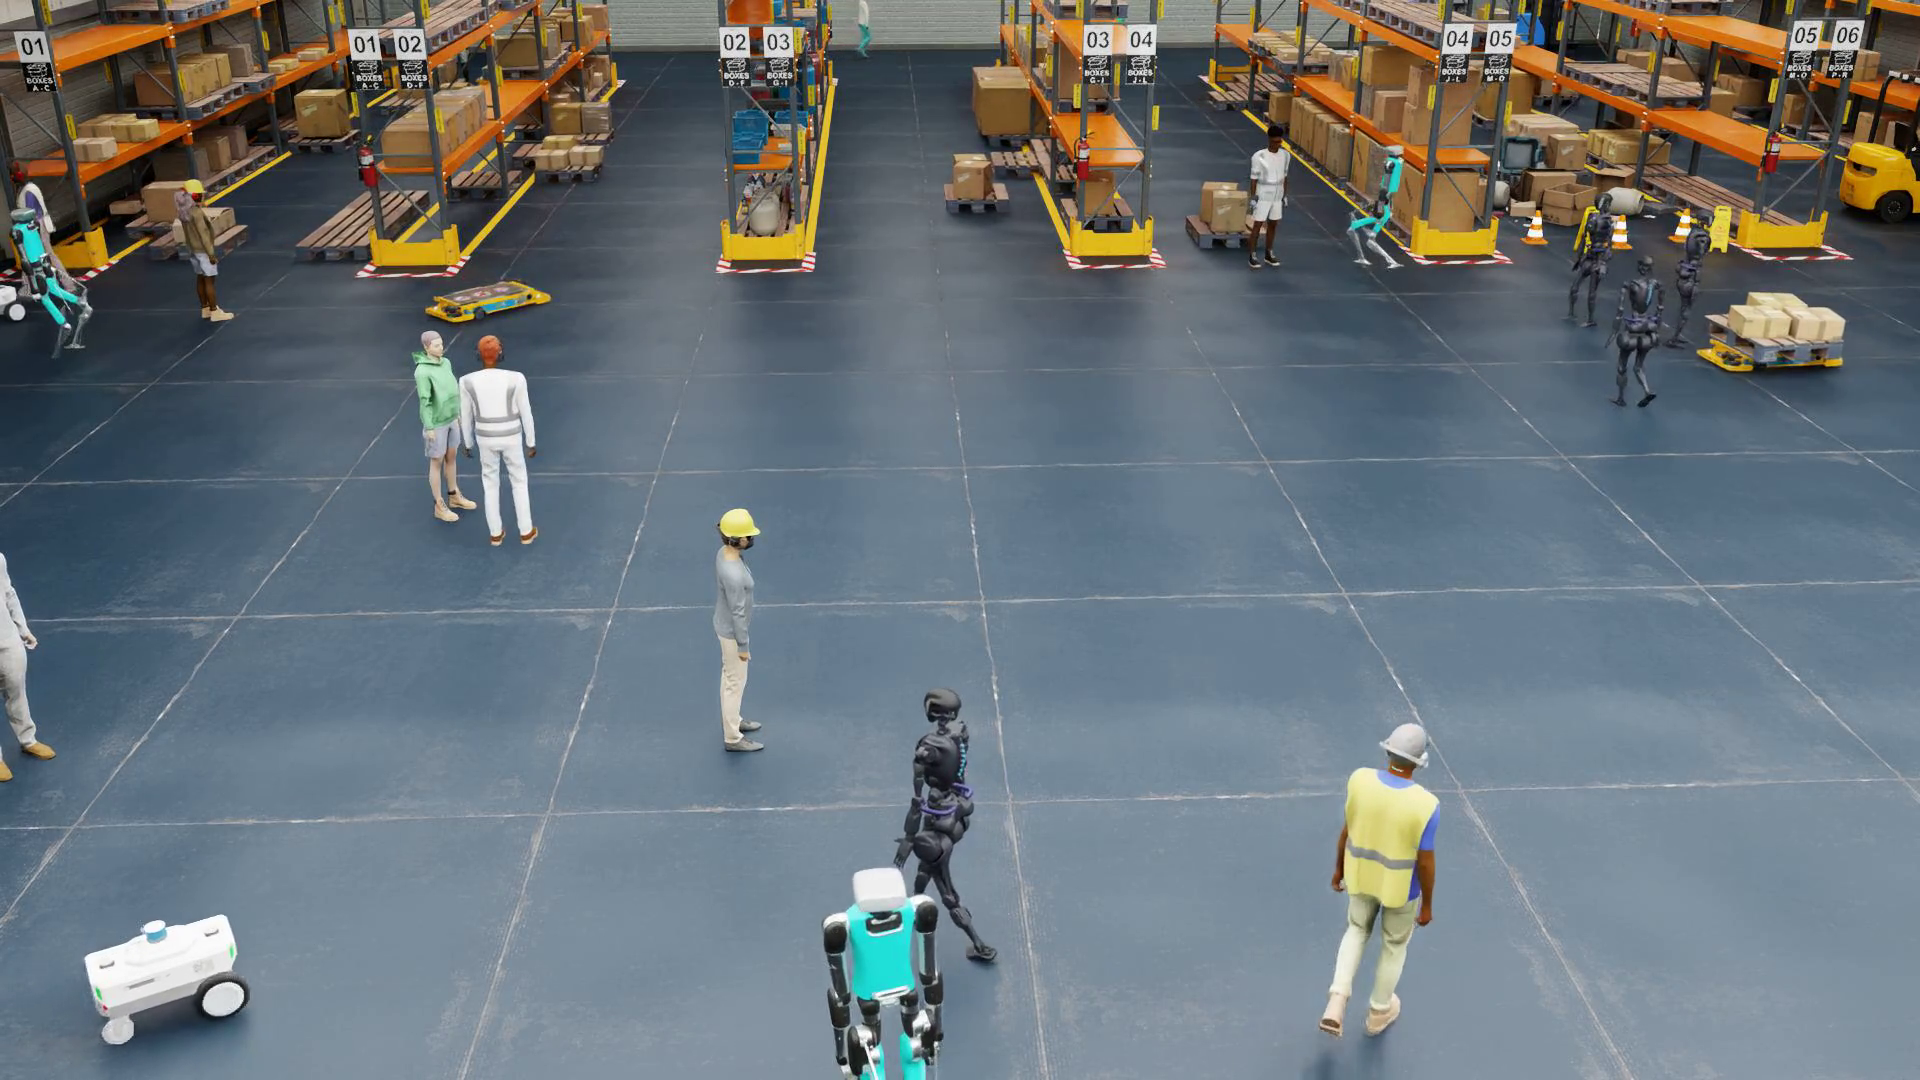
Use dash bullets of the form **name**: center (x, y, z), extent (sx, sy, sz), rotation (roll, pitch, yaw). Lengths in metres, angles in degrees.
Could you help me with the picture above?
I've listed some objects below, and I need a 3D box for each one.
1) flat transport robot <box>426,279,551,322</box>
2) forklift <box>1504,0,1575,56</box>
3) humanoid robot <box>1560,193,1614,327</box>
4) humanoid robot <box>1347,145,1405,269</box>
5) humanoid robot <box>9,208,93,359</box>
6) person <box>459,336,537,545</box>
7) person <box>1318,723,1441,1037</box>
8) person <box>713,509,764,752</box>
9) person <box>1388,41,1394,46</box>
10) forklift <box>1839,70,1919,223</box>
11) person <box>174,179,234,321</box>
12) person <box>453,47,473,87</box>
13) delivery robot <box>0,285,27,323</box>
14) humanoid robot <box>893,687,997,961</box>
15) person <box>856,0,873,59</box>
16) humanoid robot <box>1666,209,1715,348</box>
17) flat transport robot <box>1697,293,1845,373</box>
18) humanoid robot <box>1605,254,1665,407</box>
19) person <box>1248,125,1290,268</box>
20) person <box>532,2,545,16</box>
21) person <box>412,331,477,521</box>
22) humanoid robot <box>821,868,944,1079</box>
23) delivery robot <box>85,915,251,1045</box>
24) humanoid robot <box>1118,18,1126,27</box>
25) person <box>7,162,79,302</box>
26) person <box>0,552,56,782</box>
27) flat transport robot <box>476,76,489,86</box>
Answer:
- **flat transport robot**: center (-6.063, -3.074, 21.379), extent (0.659, 0.231, 1.431), rotation (22, 32, 40)
- **forklift**: center (14.700, -13.805, 42.301), extent (1.873, 2.768, 1.129), rotation (-1, 24, -2)
- **humanoid robot**: center (7.805, -3.436, 20.464), extent (0.356, 1.654, 0.603), rotation (-6, 25, -14)
- **humanoid robot**: center (5.729, -4.560, 22.918), extent (0.920, 1.765, 0.543), rotation (14, 28, 28)
- **humanoid robot**: center (-10.471, -2.945, 19.362), extent (0.748, 1.833, 0.539), rotation (-1, 24, -2)
- **person**: center (-3.984, -0.850, 14.411), extent (0.595, 1.877, 0.353), rotation (-2, 24, -5)
- **person**: center (2.144, 1.781, 8.497), extent (0.546, 1.871, 0.593), rotation (17, 29, 33)
- **person**: center (-1.496, 0.604, 11.287), extent (0.343, 1.756, 0.516), rotation (-6, 25, -13)
- **person**: center (11.105, -12.986, 41.829), extent (0.811, 1.757, 0.642), rotation (-4, 24, -9)
- **forklift**: center (15.132, -6.143, 25.915), extent (2.313, 2.155, 1.214), rotation (-1, 24, -2)
- **person**: center (-9.474, -3.605, 20.742), extent (0.535, 1.757, 0.411), rotation (21, 32, 39)
- **person**: center (-11.359, -11.077, 37.601), extent (0.534, 1.698, 0.322), rotation (1, 24, 1)
- **delivery robot**: center (-12.115, -2.935, 20.703), extent (0.518, 0.583, 0.741), rotation (13, 27, 26)
- **humanoid robot**: center (-0.119, 1.572, 9.293), extent (0.800, 1.636, 0.593), rotation (13, 27, 27)
- **person**: center (-2.394, -13.008, 41.866), extent (0.383, 1.750, 0.551), rotation (-7, 25, -16)
- **humanoid robot**: center (8.680, -3.105, 19.709), extent (0.352, 1.645, 0.609), rotation (4, 24, 9)
- **flat transport robot**: center (9.421, -2.176, 19.361), extent (1.431, 0.231, 0.659), rotation (-4, 24, -9)
- **humanoid robot**: center (7.230, -2.195, 17.698), extent (0.612, 1.643, 0.489), rotation (-5, 25, -12)
- **person**: center (4.303, -4.784, 23.139), extent (0.611, 1.961, 0.363), rotation (-10, 26, -21)
- **person**: center (-10.423, -12.706, 41.062), extent (0.507, 1.863, 0.373), rotation (6, 25, 14)
- **person**: center (-4.685, -1.045, 15.009), extent (0.347, 1.743, 0.472), rotation (8, 25, 17)
- **humanoid robot**: center (-0.230, 2.406, 7.317), extent (0.543, 1.775, 0.986), rotation (-8, 25, -17)
- **delivery robot**: center (-4.254, 2.302, 8.919), extent (0.756, 0.571, 0.499), rotation (-14, 28, -29)
- **humanoid robot**: center (3.558, -12.106, 39.922), extent (0.548, 1.807, 0.906), rotation (-16, 29, -32)
- **person**: center (-12.020, -3.971, 21.498), extent (0.840, 1.804, 0.569), rotation (-18, 30, -34)
- **person**: center (-6.412, 0.669, 10.972), extent (0.363, 1.894, 0.583), rotation (12, 27, 26)
- **flat transport robot**: center (-10.618, -10.535, 38.143), extent (0.659, 0.231, 1.431), rotation (0, 24, 0)
